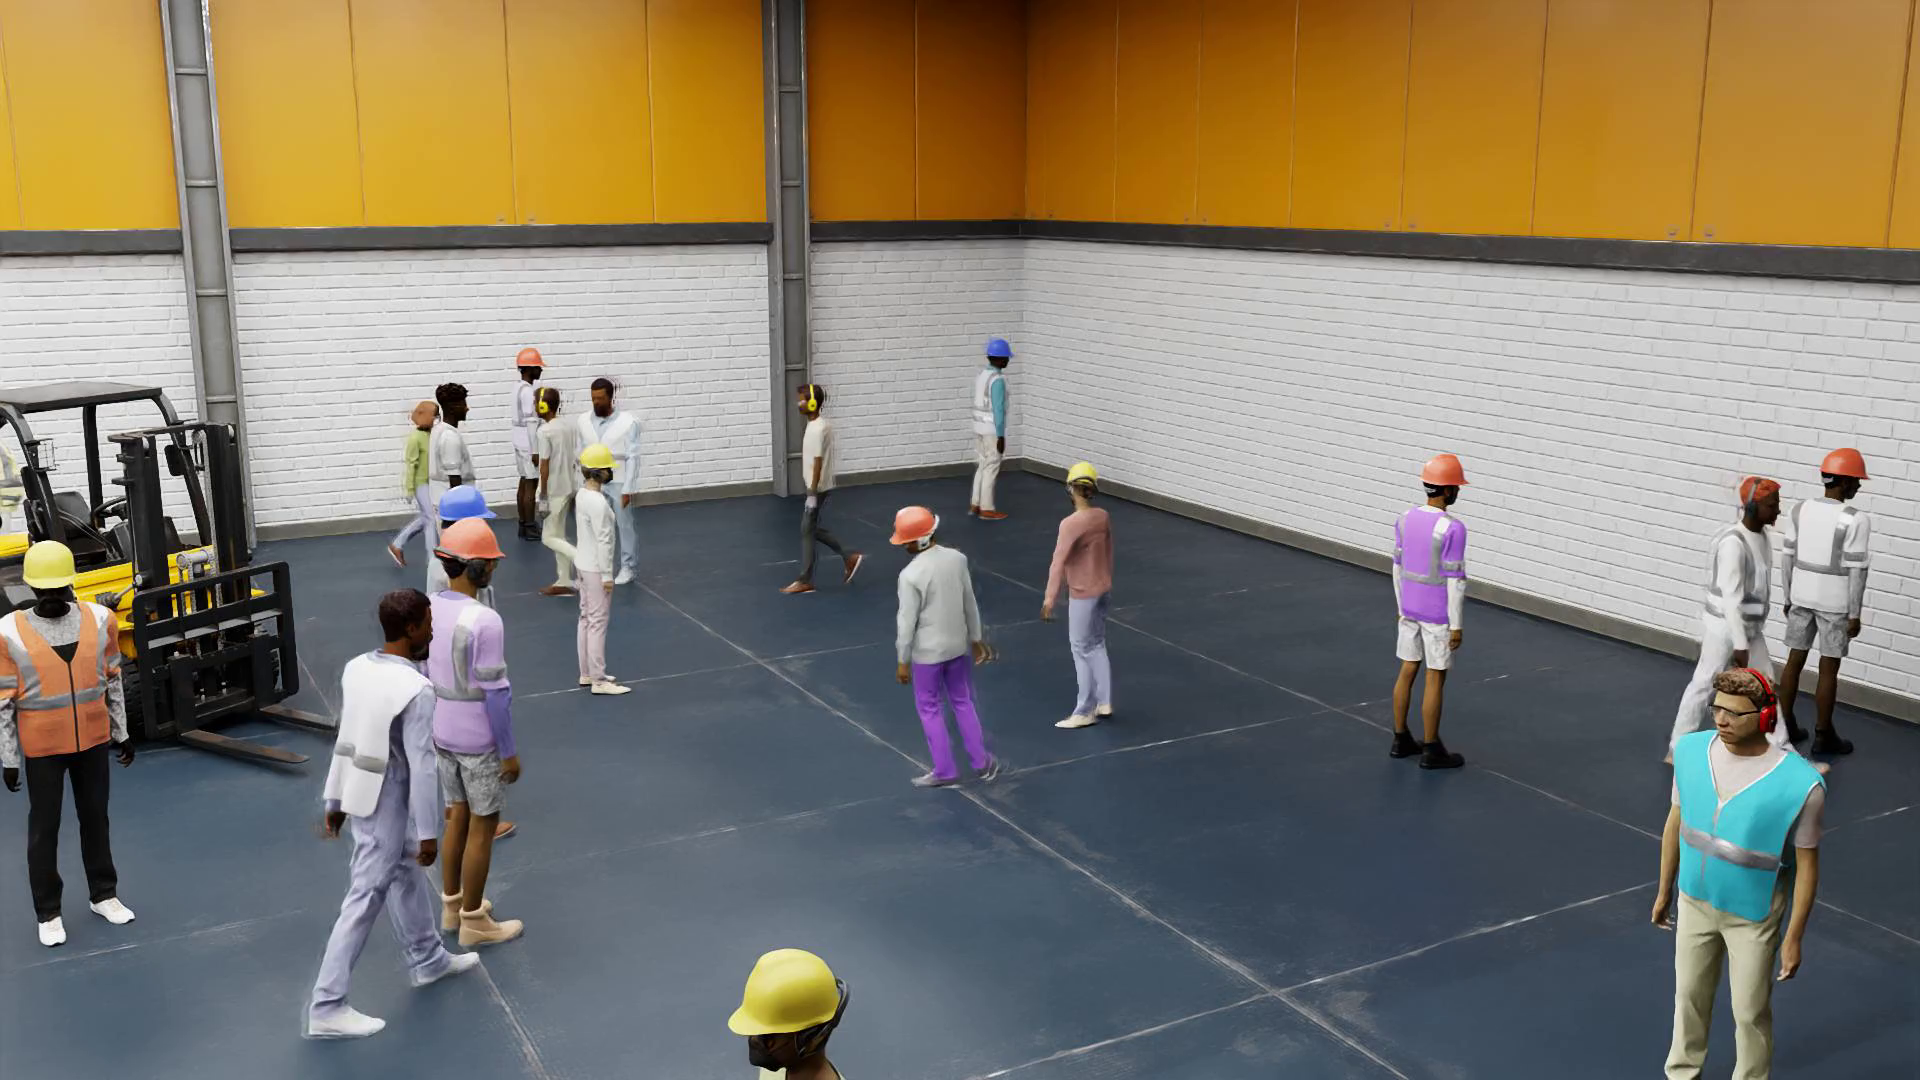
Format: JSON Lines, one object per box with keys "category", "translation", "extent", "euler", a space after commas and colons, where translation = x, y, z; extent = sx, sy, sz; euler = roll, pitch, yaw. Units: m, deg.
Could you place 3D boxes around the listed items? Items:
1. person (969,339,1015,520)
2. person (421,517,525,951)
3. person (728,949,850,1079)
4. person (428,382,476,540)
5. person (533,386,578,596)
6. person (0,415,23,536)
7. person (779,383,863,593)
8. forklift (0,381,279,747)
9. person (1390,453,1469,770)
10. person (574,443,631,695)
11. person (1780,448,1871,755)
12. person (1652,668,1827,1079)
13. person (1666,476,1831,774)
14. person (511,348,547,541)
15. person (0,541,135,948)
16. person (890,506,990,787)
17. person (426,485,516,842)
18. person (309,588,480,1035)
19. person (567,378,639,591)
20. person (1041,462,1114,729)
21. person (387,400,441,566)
{"category": "person", "translation": [0.327, -1.166, 17.766], "extent": [0.490, 1.937, 0.668], "euler": [-4, 13, -17]}
{"category": "person", "translation": [-2.268, 0.898, 7.784], "extent": [0.417, 2.028, 0.612], "euler": [-12, 17, -44]}
{"category": "person", "translation": [-0.382, 1.823, 4.064], "extent": [0.326, 1.767, 0.533], "euler": [-7, 14, -30]}
{"category": "person", "translation": [-4.142, -0.312, 13.600], "extent": [0.369, 1.965, 0.609], "euler": [-6, 14, -27]}
{"category": "person", "translation": [-3.381, -0.387, 14.246], "extent": [0.570, 1.844, 0.554], "euler": [3, 12, 13]}
{"category": "person", "translation": [-7.920, -0.265, 13.674], "extent": [0.430, 1.844, 0.624], "euler": [-6, 14, -27]}
{"category": "person", "translation": [-1.230, -0.441, 14.499], "extent": [0.695, 1.845, 0.547], "euler": [-2, 12, -7]}
{"category": "forklift", "translation": [-5.853, 0.085, 11.199], "extent": [2.313, 2.155, 1.214], "euler": [7, 14, 28]}
{"category": "person", "translation": [2.892, 0.430, 10.187], "extent": [0.379, 1.937, 0.547], "euler": [-6, 14, -27]}
{"category": "person", "translation": [-2.531, 0.200, 11.672], "extent": [0.331, 1.768, 0.526], "euler": [-6, 14, -27]}
{"category": "person", "translation": [5.428, 0.380, 10.442], "extent": [0.382, 1.930, 0.547], "euler": [-6, 14, -27]}
{"category": "person", "translation": [2.833, 1.349, 6.096], "extent": [0.374, 1.843, 0.569], "euler": [-8, 14, -33]}
{"category": "person", "translation": [4.713, 0.549, 9.868], "extent": [0.600, 1.834, 0.960], "euler": [-11, 16, -42]}
{"category": "person", "translation": [-4.304, -0.961, 16.711], "extent": [0.379, 1.937, 0.547], "euler": [-6, 14, -27]}
{"category": "person", "translation": [-4.205, 0.938, 7.837], "extent": [0.382, 1.923, 0.593], "euler": [10, 16, 40]}
{"category": "person", "translation": [-0.118, 0.624, 9.823], "extent": [0.445, 1.705, 0.661], "euler": [10, 16, 40]}
{"category": "person", "translation": [-2.693, 0.664, 9.069], "extent": [0.406, 1.947, 0.606], "euler": [-6, 14, -27]}
{"category": "person", "translation": [-2.461, 1.143, 7.092], "extent": [0.854, 1.857, 0.611], "euler": [-11, 16, -42]}
{"category": "person", "translation": [-3.121, -0.464, 14.529], "extent": [0.607, 1.866, 0.987], "euler": [4, 13, 17]}
{"category": "person", "translation": [0.797, 0.378, 10.900], "extent": [0.396, 1.746, 0.697], "euler": [8, 14, 33]}
{"category": "person", "translation": [-5.021, -0.502, 15.345], "extent": [0.639, 1.603, 0.509], "euler": [1, 12, 4]}
